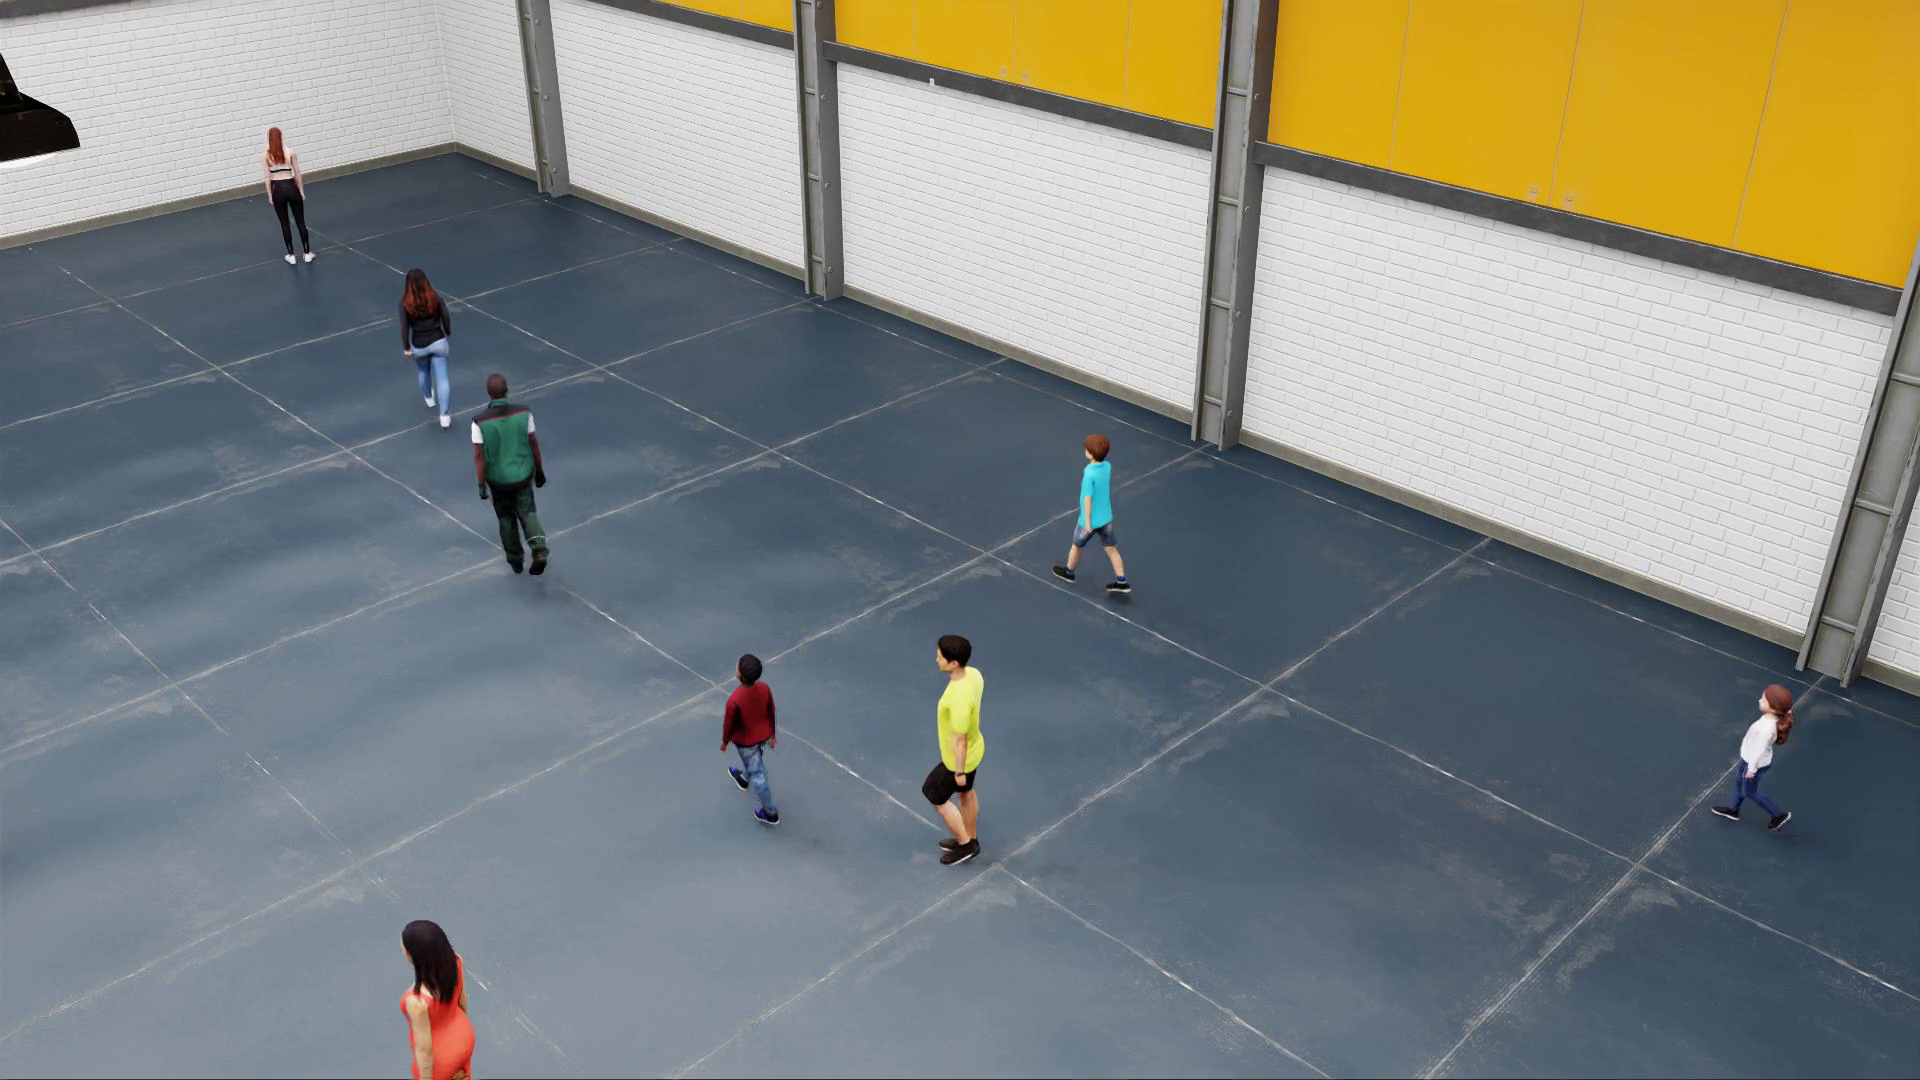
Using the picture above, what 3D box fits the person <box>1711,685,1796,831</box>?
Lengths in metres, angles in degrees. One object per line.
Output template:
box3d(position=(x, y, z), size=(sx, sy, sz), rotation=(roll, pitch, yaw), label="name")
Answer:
box3d(position=(5.380, 1.465, 11.106), size=(0.742, 1.099, 0.553), rotation=(16, 32, 26), label="person")

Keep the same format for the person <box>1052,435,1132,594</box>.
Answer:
box3d(position=(1.190, -0.188, 13.803), size=(0.967, 1.418, 0.544), rotation=(24, 36, 36), label="person")

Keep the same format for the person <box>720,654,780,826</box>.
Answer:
box3d(position=(-1.362, 1.359, 11.177), size=(0.869, 1.218, 0.521), rotation=(24, 37, 37), label="person")

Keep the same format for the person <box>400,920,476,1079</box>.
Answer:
box3d(position=(-2.573, 2.600, 8.380), size=(0.829, 1.717, 0.764), rotation=(10, 30, 17), label="person")

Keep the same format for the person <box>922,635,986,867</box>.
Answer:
box3d(position=(0.082, 1.349, 10.697), size=(0.779, 1.695, 0.742), rotation=(5, 29, 9), label="person")

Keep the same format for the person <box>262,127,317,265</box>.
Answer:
box3d(position=(-8.576, -4.391, 21.167), size=(0.664, 1.745, 0.658), rotation=(-15, 32, -25), label="person")

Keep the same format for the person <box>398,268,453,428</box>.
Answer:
box3d(position=(-5.347, -1.913, 16.780), size=(0.968, 1.597, 1.180), rotation=(-8, 30, -14), label="person")

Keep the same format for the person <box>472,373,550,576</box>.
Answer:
box3d(position=(-3.737, -0.477, 13.918), size=(0.892, 1.816, 1.063), rotation=(-16, 32, -26), label="person")
